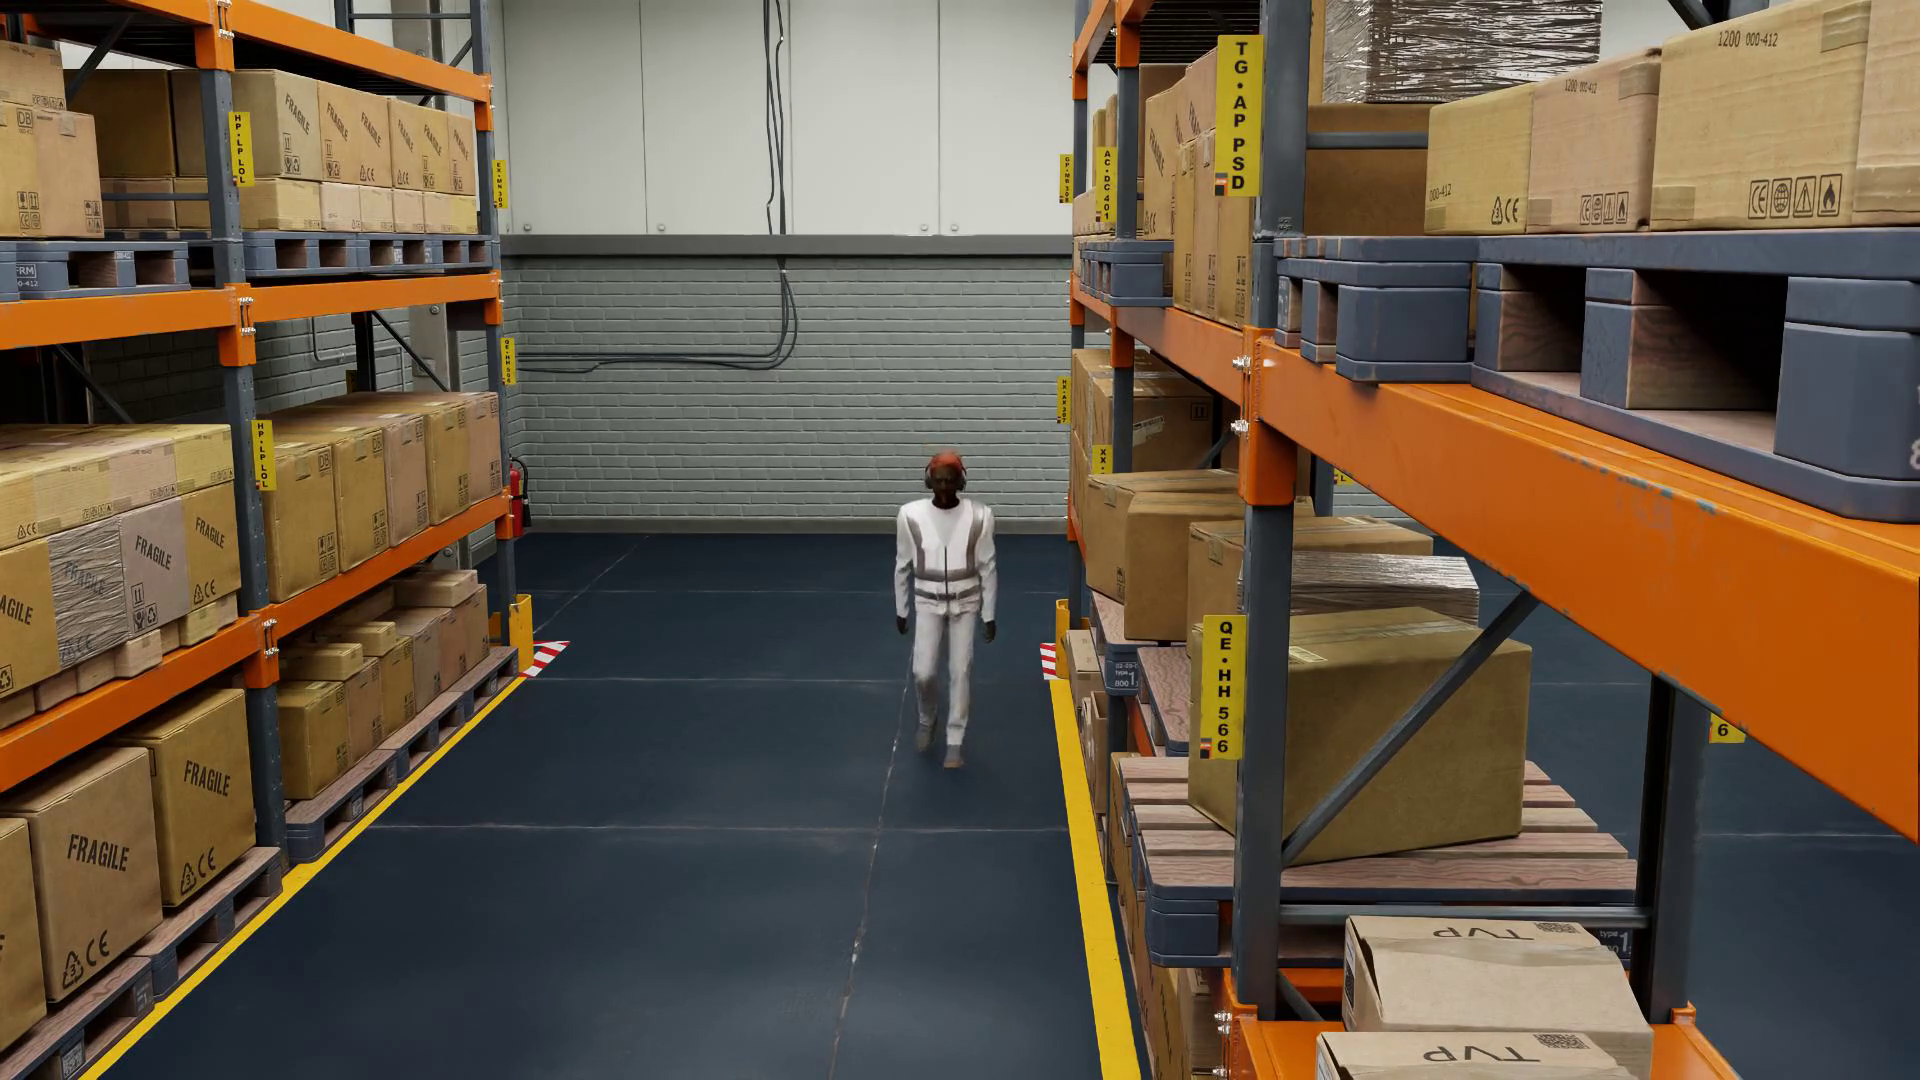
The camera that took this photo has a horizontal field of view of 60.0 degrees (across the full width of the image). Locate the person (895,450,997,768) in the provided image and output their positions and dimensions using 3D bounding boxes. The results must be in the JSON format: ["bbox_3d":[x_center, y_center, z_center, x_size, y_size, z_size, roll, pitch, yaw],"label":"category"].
[{"bbox_3d":[-0.080,0.402,9.659,0.596,1.861,0.420,0,10,0],"label":"person"}]
